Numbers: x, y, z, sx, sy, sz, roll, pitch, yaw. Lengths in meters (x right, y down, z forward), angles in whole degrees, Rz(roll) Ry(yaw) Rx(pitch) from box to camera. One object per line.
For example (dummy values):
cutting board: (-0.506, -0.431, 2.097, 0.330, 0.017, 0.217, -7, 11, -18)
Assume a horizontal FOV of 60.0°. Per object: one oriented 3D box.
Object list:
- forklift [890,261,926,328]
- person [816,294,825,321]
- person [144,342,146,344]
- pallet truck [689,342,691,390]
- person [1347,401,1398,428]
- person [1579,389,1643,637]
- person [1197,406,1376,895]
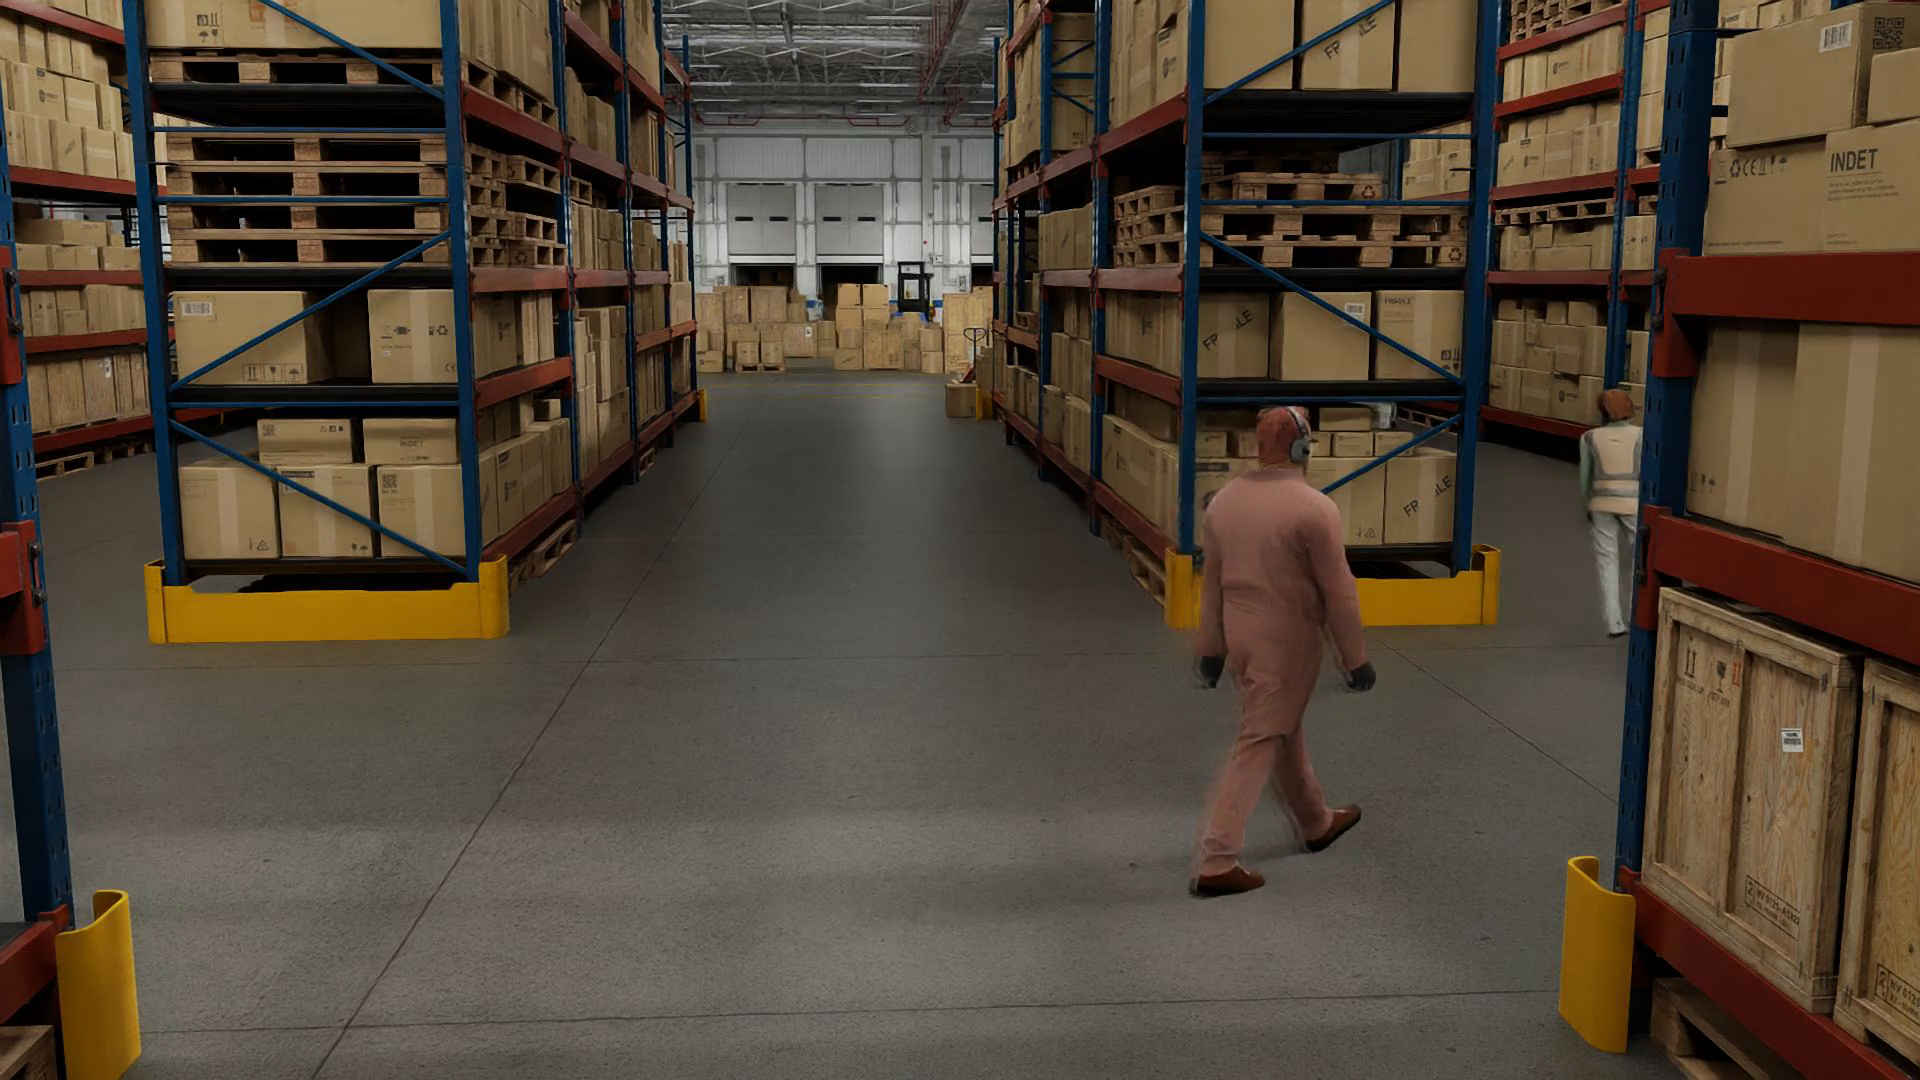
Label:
forklift: (-1.647, -8.063, 56.459, 1.129, 2.768, 1.873, 2, 9, 14)
person: (-5.594, -9.086, 66.925, 0.872, 1.590, 0.537, -3, 10, -18)
person: (-27.821, -7.684, 57.009, 0.619, 1.959, 0.953, -3, 10, -18)
pallet truck: (-5.225, -3.008, 27.480, 1.885, 1.965, 0.823, 2, 9, 14)
person: (4.106, -1.288, 16.716, 0.627, 1.996, 1.056, -1, 9, -5)
person: (4.354, -0.189, 10.963, 0.531, 1.605, 0.682, 5, 10, 29)
person: (1.280, 0.413, 6.459, 0.997, 1.855, 0.646, -5, 10, -28)
